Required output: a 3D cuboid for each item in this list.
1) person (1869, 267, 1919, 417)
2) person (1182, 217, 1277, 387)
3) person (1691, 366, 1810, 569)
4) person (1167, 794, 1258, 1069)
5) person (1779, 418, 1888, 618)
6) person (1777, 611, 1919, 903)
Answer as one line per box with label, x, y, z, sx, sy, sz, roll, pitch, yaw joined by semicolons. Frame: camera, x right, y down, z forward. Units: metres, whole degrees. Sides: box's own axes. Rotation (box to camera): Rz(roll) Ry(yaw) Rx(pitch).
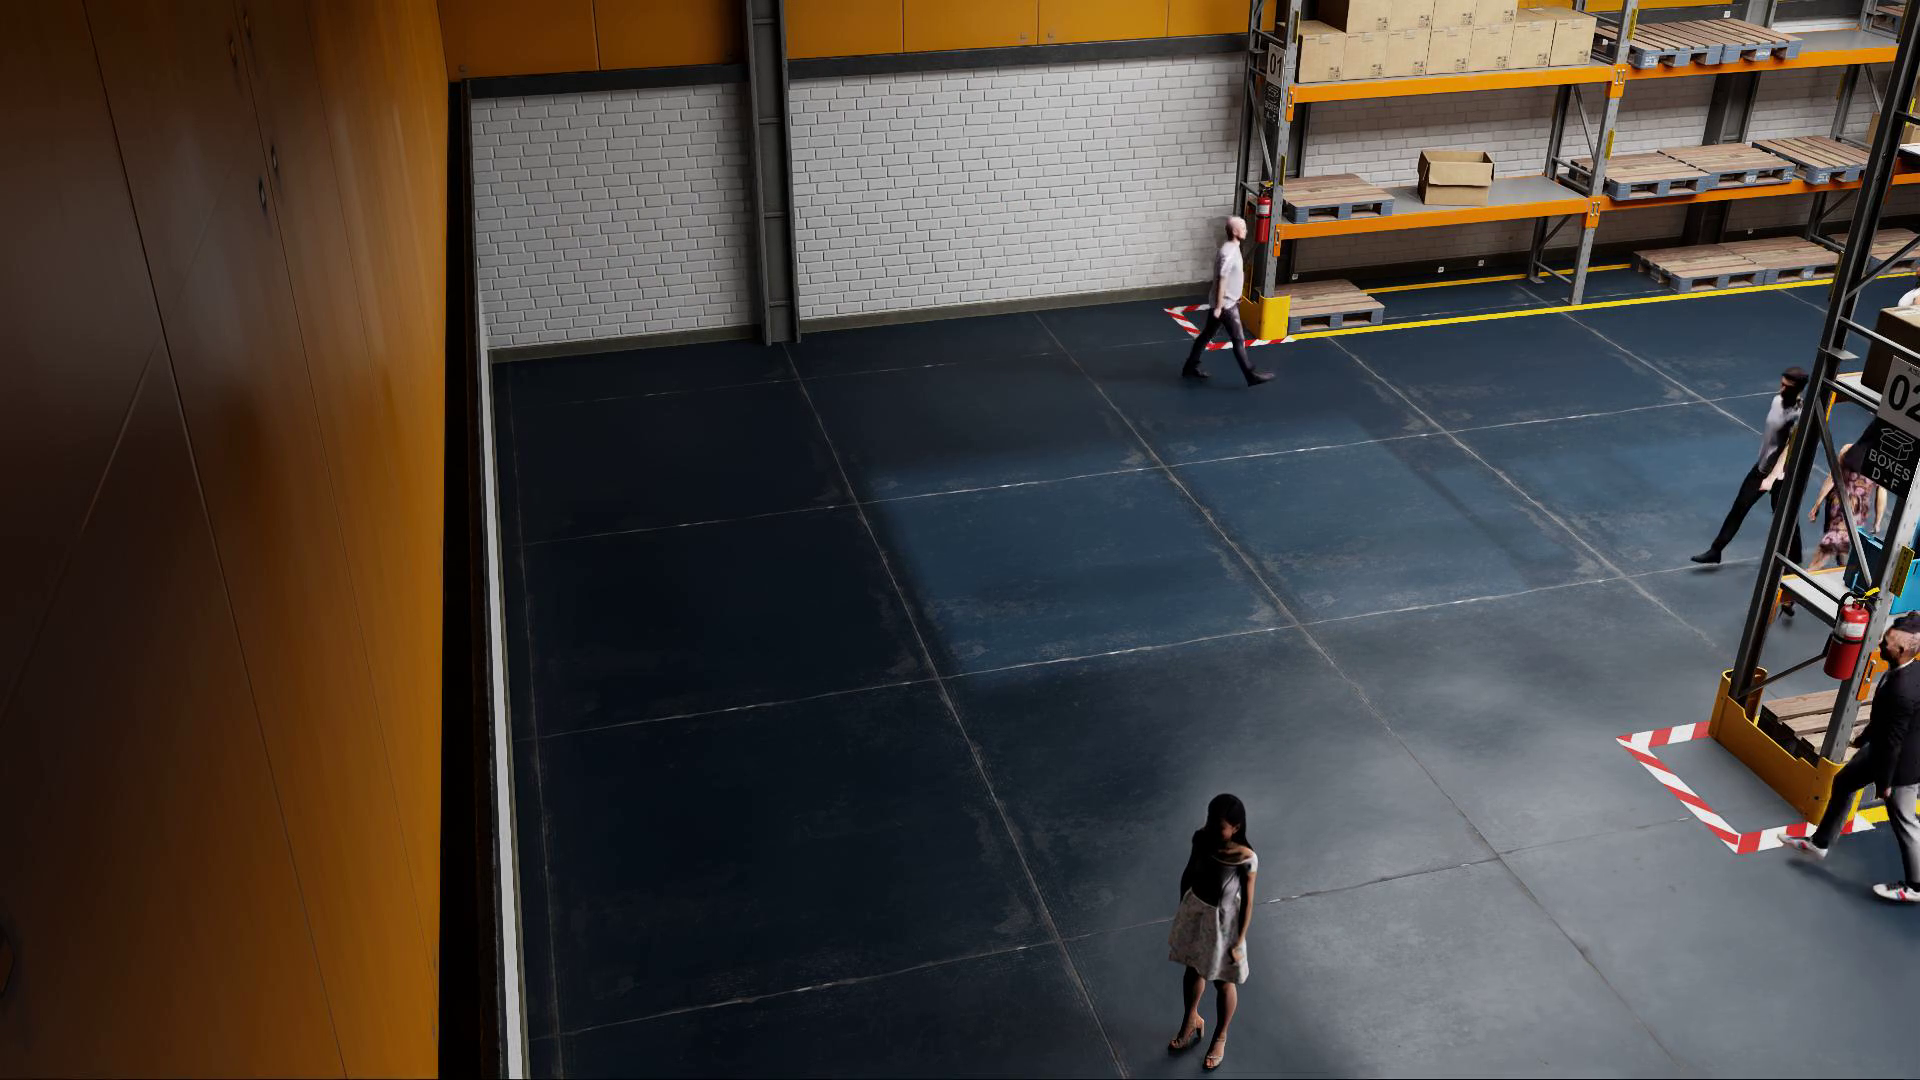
person;9.503;-2.042;16.596;0.681;1.687;0.803;-20;35;-32
person;2.651;-2.447;17.244;1.309;1.776;1.041;6;29;10
person;6.817;-0.536;13.703;1.157;1.813;0.672;-5;29;-9
person;1.359;2.089;8.929;0.770;1.776;0.807;24;36;36
person;6.866;-0.124;13.063;1.194;1.702;0.797;-19;34;-31
person;5.802;1.347;10.177;1.221;1.884;1.140;12;31;20
